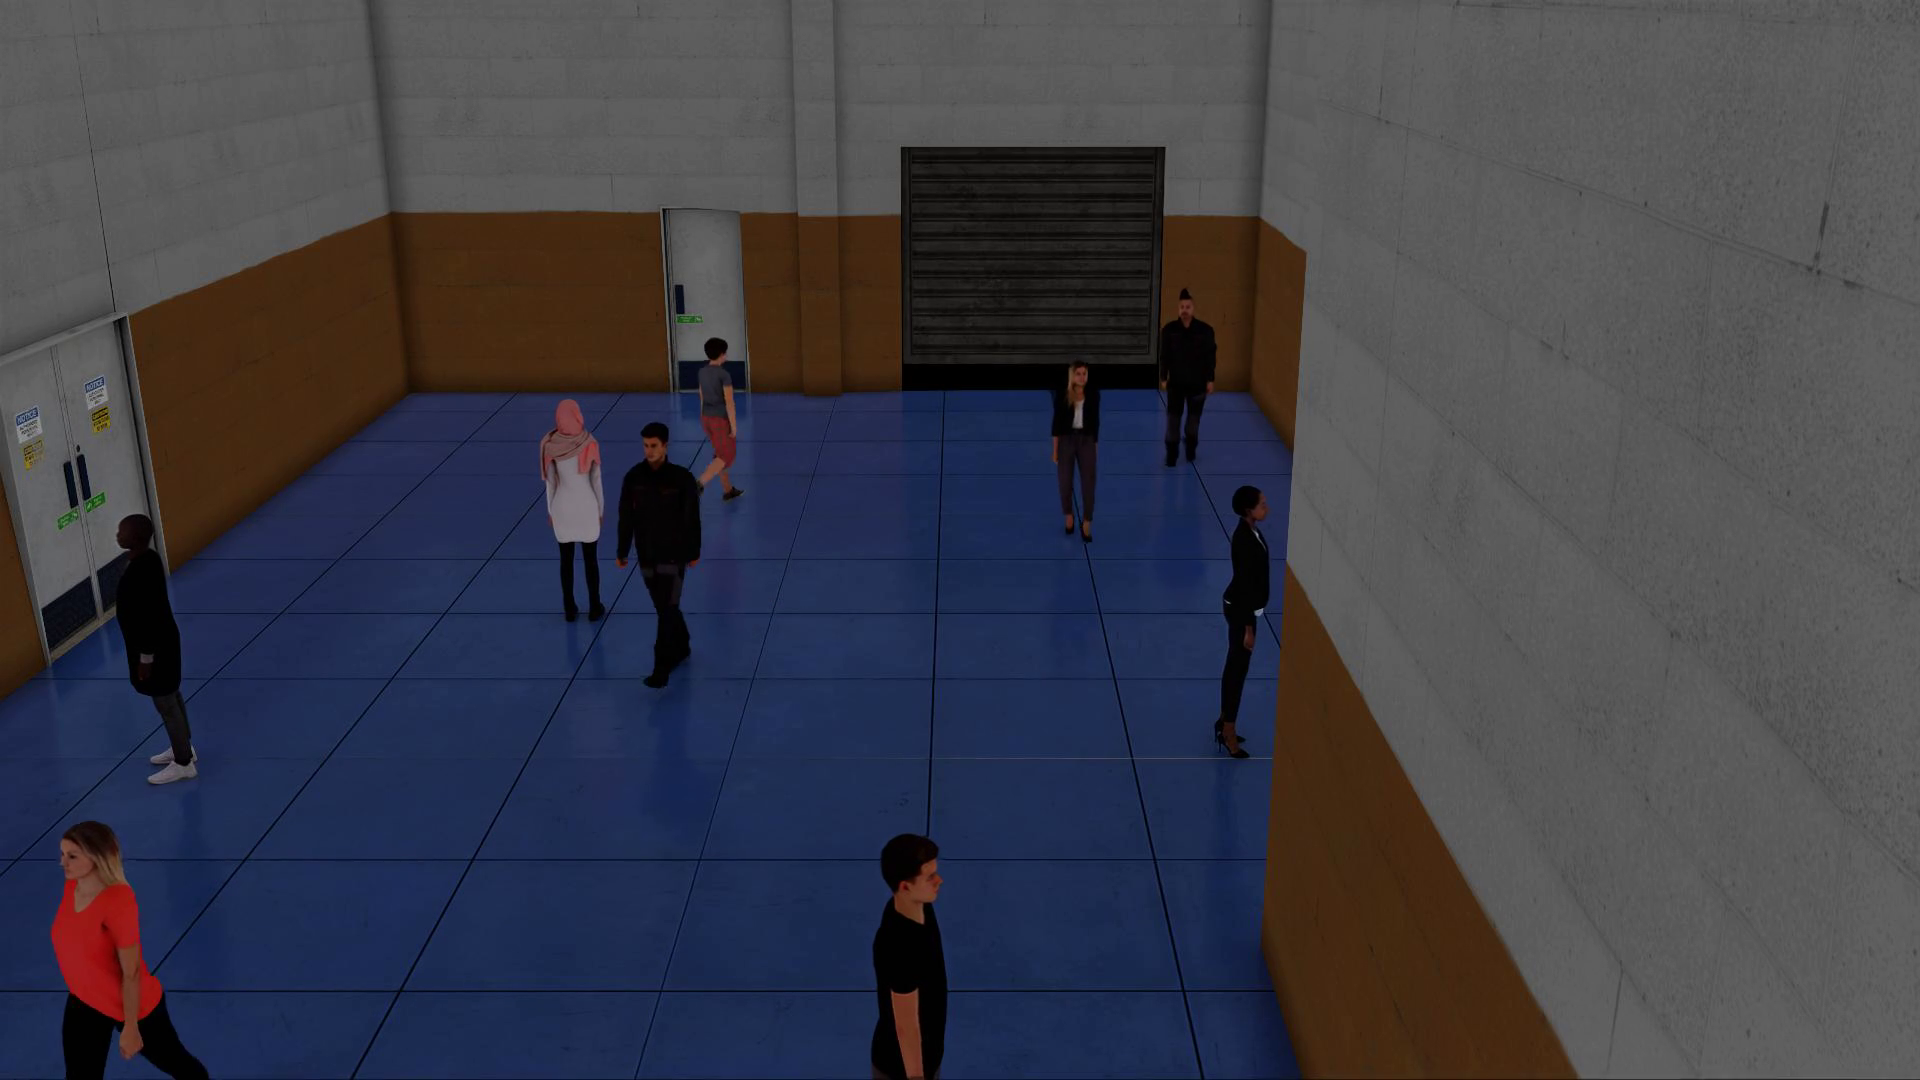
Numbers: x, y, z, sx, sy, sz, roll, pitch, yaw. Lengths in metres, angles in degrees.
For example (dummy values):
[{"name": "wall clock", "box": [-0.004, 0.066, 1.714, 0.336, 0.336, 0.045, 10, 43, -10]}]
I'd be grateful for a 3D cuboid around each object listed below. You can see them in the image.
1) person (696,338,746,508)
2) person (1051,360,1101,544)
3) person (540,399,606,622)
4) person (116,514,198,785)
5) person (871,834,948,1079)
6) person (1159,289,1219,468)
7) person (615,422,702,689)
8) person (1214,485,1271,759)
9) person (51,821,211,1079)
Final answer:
[{"name": "person", "box": [-2.380, -1.101, 15.978, 1.018, 1.631, 1.025, 14, 23, 36]}, {"name": "person", "box": [1.032, -0.837, 15.182, 0.737, 1.653, 0.702, -1, 19, -3]}, {"name": "person", "box": [-3.045, -0.233, 13.158, 0.567, 1.801, 0.707, -3, 19, -8]}, {"name": "person", "box": [-5.085, 0.670, 10.543, 0.673, 1.761, 0.711, -6, 20, -18]}, {"name": "person", "box": [-0.208, 1.982, 6.496, 0.584, 1.861, 0.677, 1, 19, 2]}, {"name": "person", "box": [2.393, -1.698, 17.442, 1.117, 1.816, 0.963, 4, 19, 11]}, {"name": "person", "box": [-2.133, 0.058, 12.123, 1.164, 1.912, 1.007, 6, 20, 19]}, {"name": "person", "box": [1.842, 0.522, 10.868, 0.562, 1.835, 0.635, 2, 19, 7]}, {"name": "person", "box": [-3.441, 1.934, 6.976, 1.149, 1.645, 1.013, 9, 21, 25]}]
